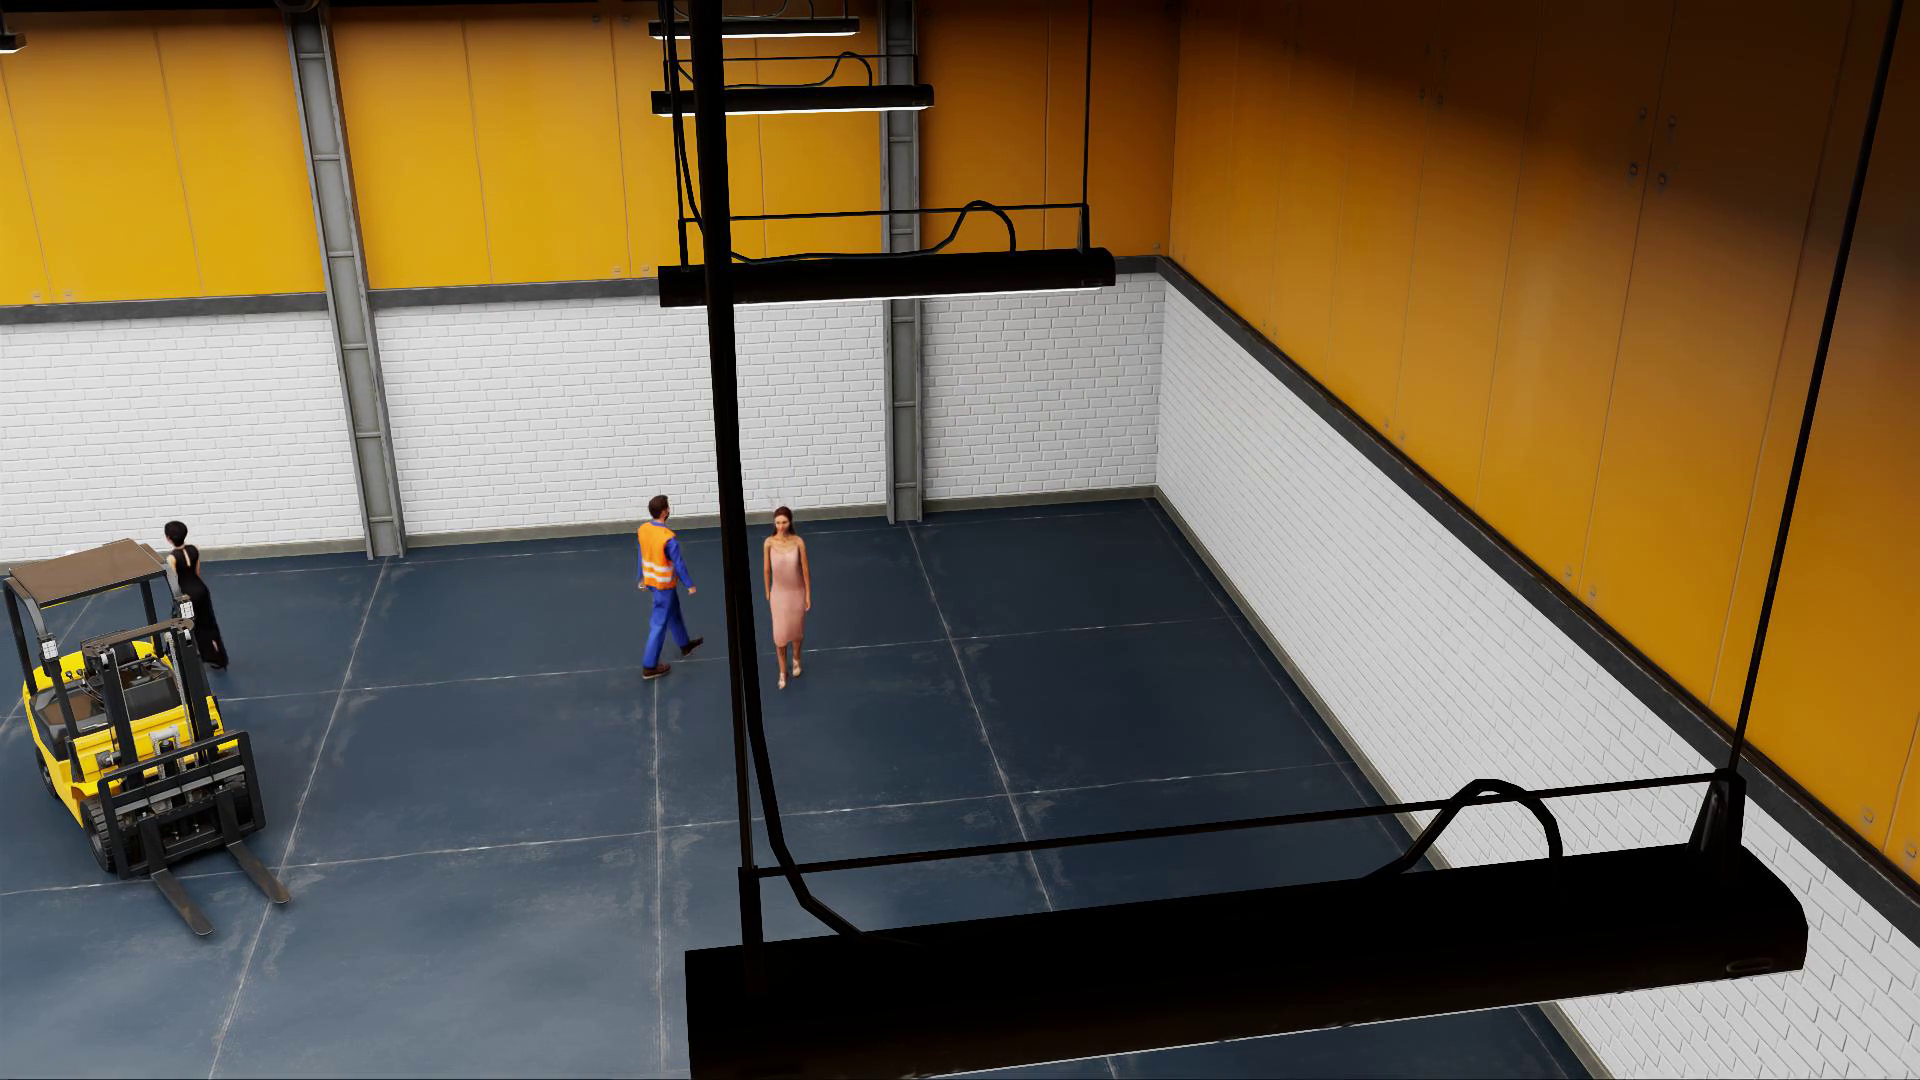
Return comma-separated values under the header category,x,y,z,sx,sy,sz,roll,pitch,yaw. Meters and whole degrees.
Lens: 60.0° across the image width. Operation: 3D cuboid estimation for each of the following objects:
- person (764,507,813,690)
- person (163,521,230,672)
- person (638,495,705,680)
category,x,y,z,sx,sy,sz,roll,pitch,yaw
person,-1.641,0.490,16.084,0.746,1.811,0.731,-1,24,-3
person,-7.411,0.590,16.164,1.094,1.563,0.942,9,25,20
person,-2.952,0.485,16.072,1.175,1.830,1.033,-20,30,-38
